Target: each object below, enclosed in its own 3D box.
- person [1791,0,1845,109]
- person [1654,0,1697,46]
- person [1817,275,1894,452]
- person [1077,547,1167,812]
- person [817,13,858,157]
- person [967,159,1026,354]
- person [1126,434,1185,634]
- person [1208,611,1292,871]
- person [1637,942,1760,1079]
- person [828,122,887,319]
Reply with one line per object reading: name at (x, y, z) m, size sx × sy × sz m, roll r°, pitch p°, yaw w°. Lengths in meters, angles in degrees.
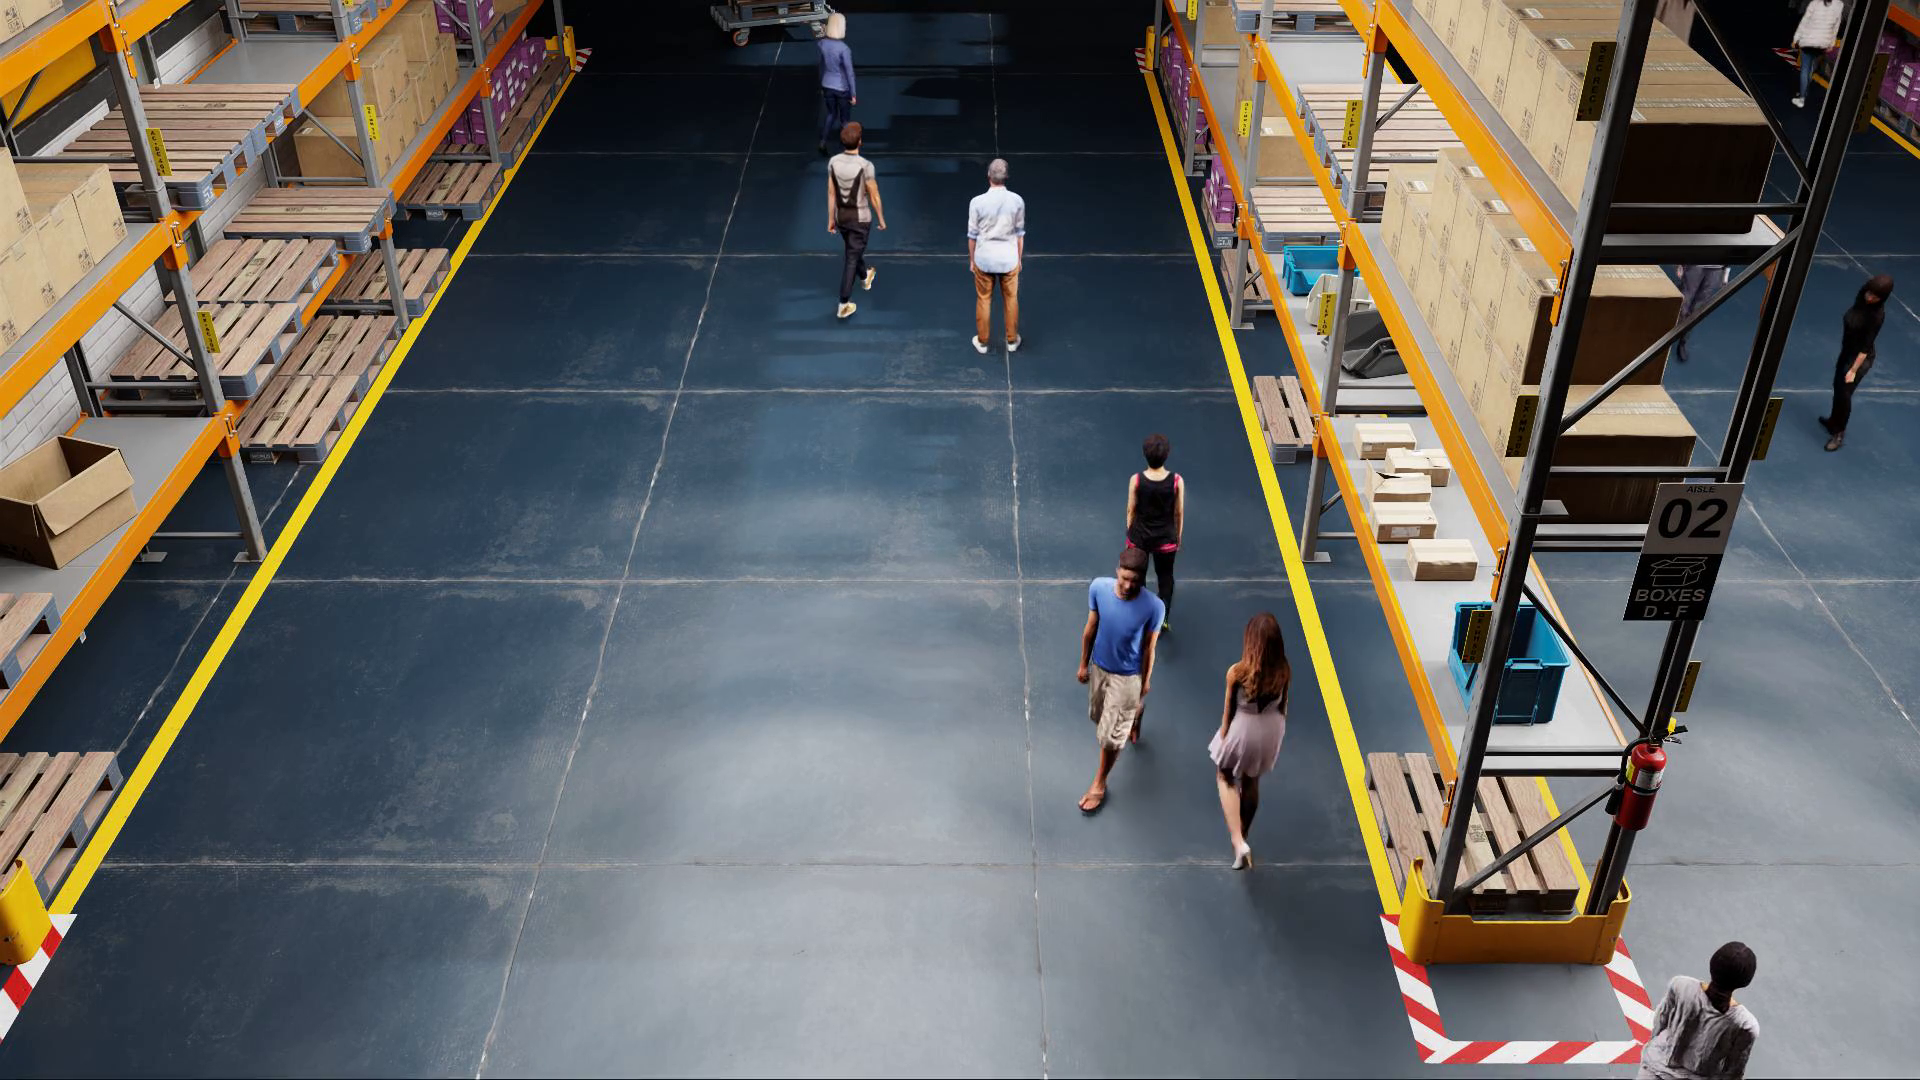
person at (10.842, -6.281, 21.030) m, size 0.631 × 1.623 × 0.658 m, roll -2°, pitch 34°, yaw -4°
person at (8.927, -6.359, 20.910) m, size 0.688 × 1.886 × 0.654 m, roll -1°, pitch 34°, yaw -1°
person at (7.496, -1.542, 13.913) m, size 0.834 × 1.608 × 0.510 m, roll 8°, pitch 34°, yaw 11°
person at (1.005, 0.752, 10.257) m, size 1.024 × 1.835 × 1.207 m, roll 20°, pitch 39°, yaw 27°
person at (-1.477, -5.251, 19.378) m, size 0.871 × 1.736 × 0.941 m, roll 21°, pitch 39°, yaw 28°
person at (0.340, -2.594, 15.310) m, size 0.702 × 1.814 × 0.605 m, roll -3°, pitch 34°, yaw -5°
person at (1.343, 0.008, 11.649) m, size 0.542 × 1.534 × 0.743 m, roll 2°, pitch 34°, yaw 2°
person at (1.705, 1.235, 9.600) m, size 0.595 × 1.758 × 0.804 m, roll -2°, pitch 34°, yaw -3°
person at (3.271, 2.551, 7.644) m, size 1.043 × 1.731 × 1.163 m, roll 25°, pitch 41°, yaw 32°
person at (-1.051, -3.011, 15.918) m, size 0.958 × 1.836 × 1.291 m, roll 12°, pitch 35°, yaw 17°
